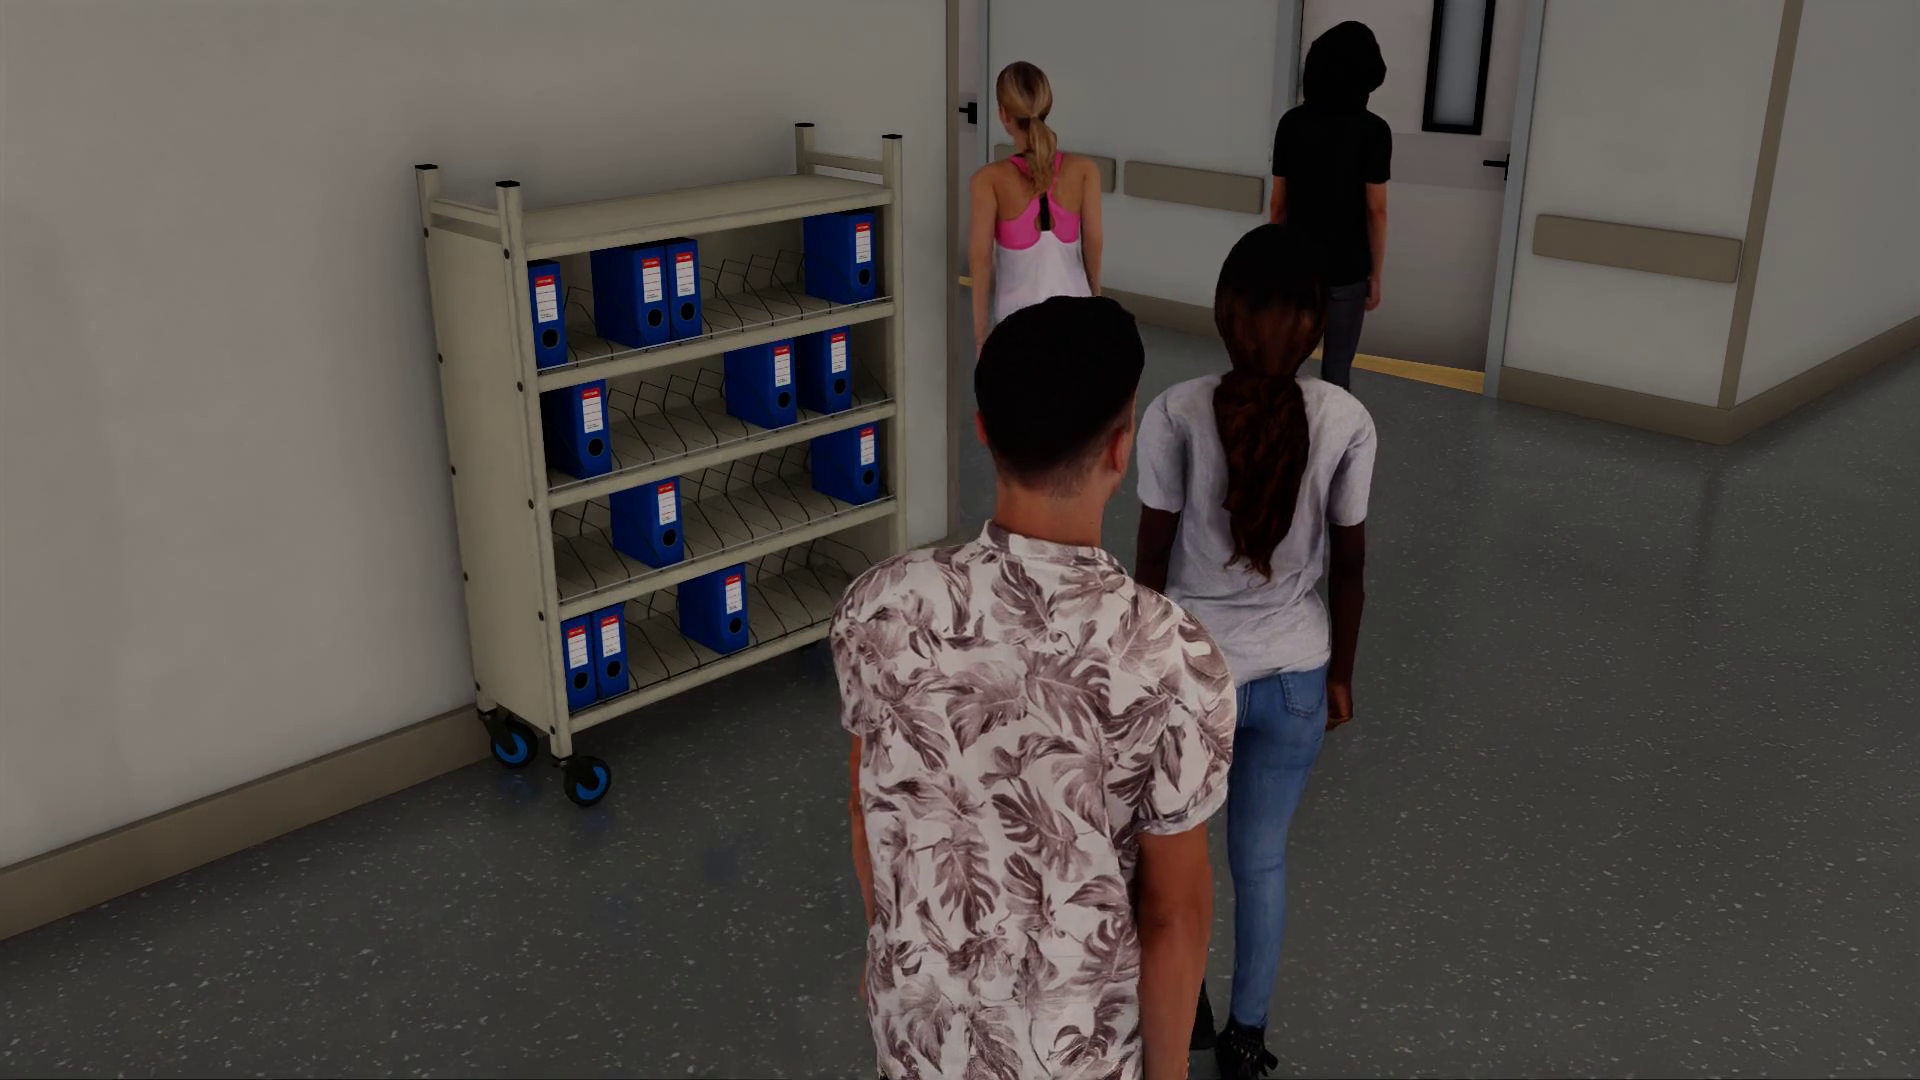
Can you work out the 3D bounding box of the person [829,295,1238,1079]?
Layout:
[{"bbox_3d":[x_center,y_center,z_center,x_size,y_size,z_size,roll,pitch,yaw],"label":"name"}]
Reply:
[{"bbox_3d":[0.040,0.618,2.075,0.951,1.801,1.194,8,22,20],"label":"person"}]

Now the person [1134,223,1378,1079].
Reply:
[{"bbox_3d":[0.515,0.305,3.034,0.750,1.708,0.810,0,21,0],"label":"person"}]

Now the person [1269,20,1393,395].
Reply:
[{"bbox_3d":[1.415,-1.086,6.519,0.677,1.827,0.622,11,24,27],"label":"person"}]

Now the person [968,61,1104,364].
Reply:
[{"bbox_3d":[0.280,-0.592,5.342,1.115,1.750,1.149,0,21,-1],"label":"person"}]
